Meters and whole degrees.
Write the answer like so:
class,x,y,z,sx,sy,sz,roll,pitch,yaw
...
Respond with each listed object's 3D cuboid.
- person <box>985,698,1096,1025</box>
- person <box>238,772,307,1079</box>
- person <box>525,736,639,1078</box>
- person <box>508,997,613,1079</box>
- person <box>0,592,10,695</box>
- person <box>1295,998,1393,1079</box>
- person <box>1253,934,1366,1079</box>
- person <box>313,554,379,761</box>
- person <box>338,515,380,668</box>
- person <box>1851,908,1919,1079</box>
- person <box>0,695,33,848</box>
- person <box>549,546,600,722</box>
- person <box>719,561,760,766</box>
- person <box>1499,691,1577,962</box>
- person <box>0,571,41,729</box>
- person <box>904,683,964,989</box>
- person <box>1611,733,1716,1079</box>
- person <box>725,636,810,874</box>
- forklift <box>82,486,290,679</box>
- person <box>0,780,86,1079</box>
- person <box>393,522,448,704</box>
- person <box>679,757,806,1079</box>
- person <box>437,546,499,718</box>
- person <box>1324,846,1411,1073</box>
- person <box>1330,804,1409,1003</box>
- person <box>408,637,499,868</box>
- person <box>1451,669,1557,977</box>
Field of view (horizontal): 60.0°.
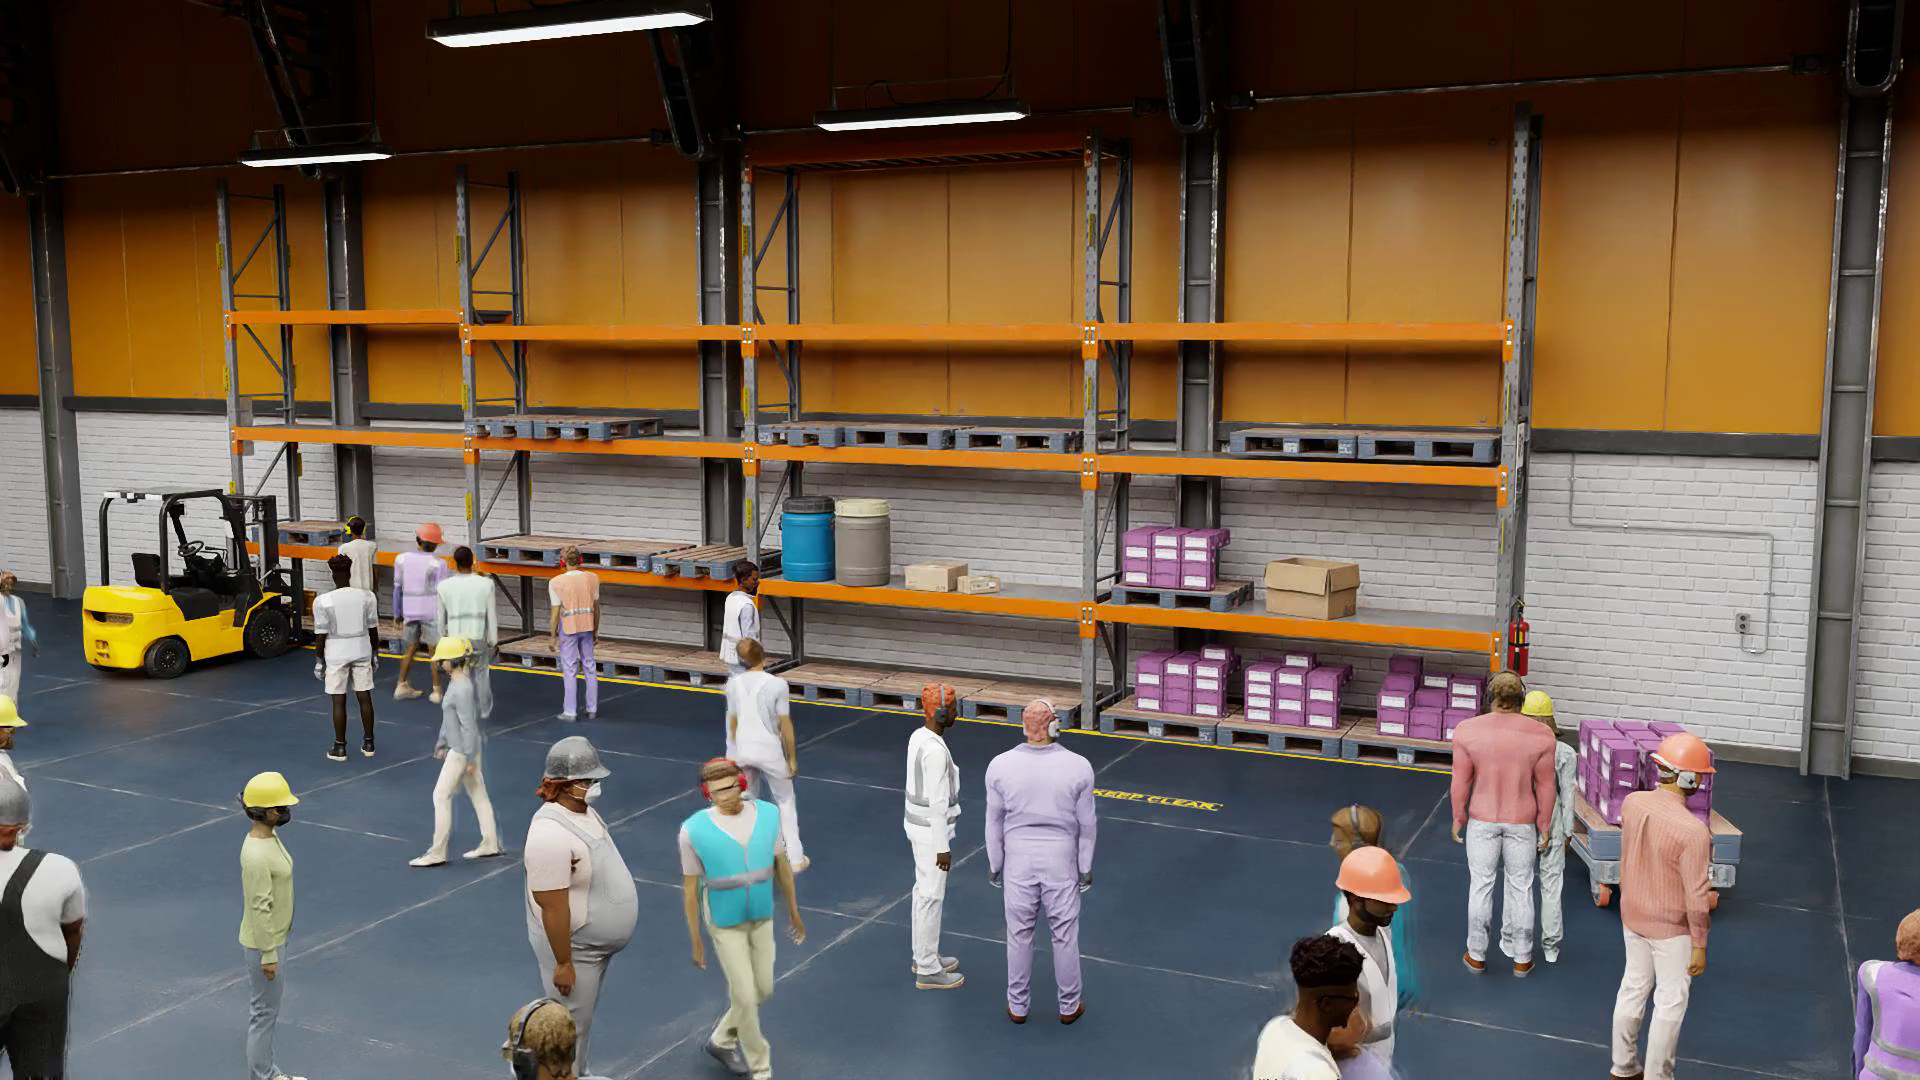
class,x,y,z,sx,sy,sz,roll,pitch,yaw
person,0.470,1.868,9.689,0.642,1.905,0.399,1,7,6
person,-3.557,2.066,8.614,0.314,1.767,0.534,-2,7,-18
person,-1.873,1.969,8.287,0.539,2.000,0.688,0,7,-3
person,-1.270,2.395,5.256,0.373,1.925,0.639,3,8,25
person,-9.624,1.106,16.237,0.626,1.844,0.429,-3,8,-24
person,1.414,2.435,6.274,0.556,1.594,0.565,6,9,39
person,1.213,2.319,5.767,0.448,1.945,0.647,-1,7,-6
person,-5.810,1.106,15.756,0.603,1.959,0.377,-5,9,-37
person,-7.230,0.639,19.992,0.329,1.868,0.514,6,9,43
person,3.973,2.336,6.945,0.314,1.629,0.509,-5,9,-36
person,-5.917,1.846,10.219,0.403,1.820,0.603,-4,8,-30
person,-3.999,0.979,17.304,0.563,1.836,0.391,-6,9,-40
person,-2.044,1.151,15.556,0.373,1.915,0.594,-3,8,-24
person,3.691,1.831,10.696,0.483,1.737,0.320,2,7,17
person,-9.660,1.122,16.916,0.416,1.628,0.536,1,7,6
person,-0.162,1.811,10.265,0.360,1.880,0.575,-1,7,-11
person,3.640,1.967,8.570,0.410,1.980,0.624,-2,7,-16
person,-1.476,1.603,12.337,0.592,1.803,0.575,3,8,23
forklift,-9.426,0.454,20.179,1.214,2.155,2.313,3,8,26
person,-4.391,2.049,7.627,0.694,2.000,0.991,-5,9,-37
person,-5.889,0.797,18.161,0.714,2.000,0.435,1,7,11
person,-1.139,2.025,8.777,0.634,1.808,0.599,-5,9,-37
person,-5.041,1.007,17.074,0.602,1.838,1.002,-1,7,-10
person,1.650,2.196,6.836,0.373,1.934,0.551,5,9,36
person,2.018,2.139,7.822,0.678,1.818,0.546,5,9,36
person,-3.880,1.595,12.589,0.760,1.739,0.531,-2,7,-14
person,3.385,1.764,10.404,0.627,1.940,0.373,2,7,15
